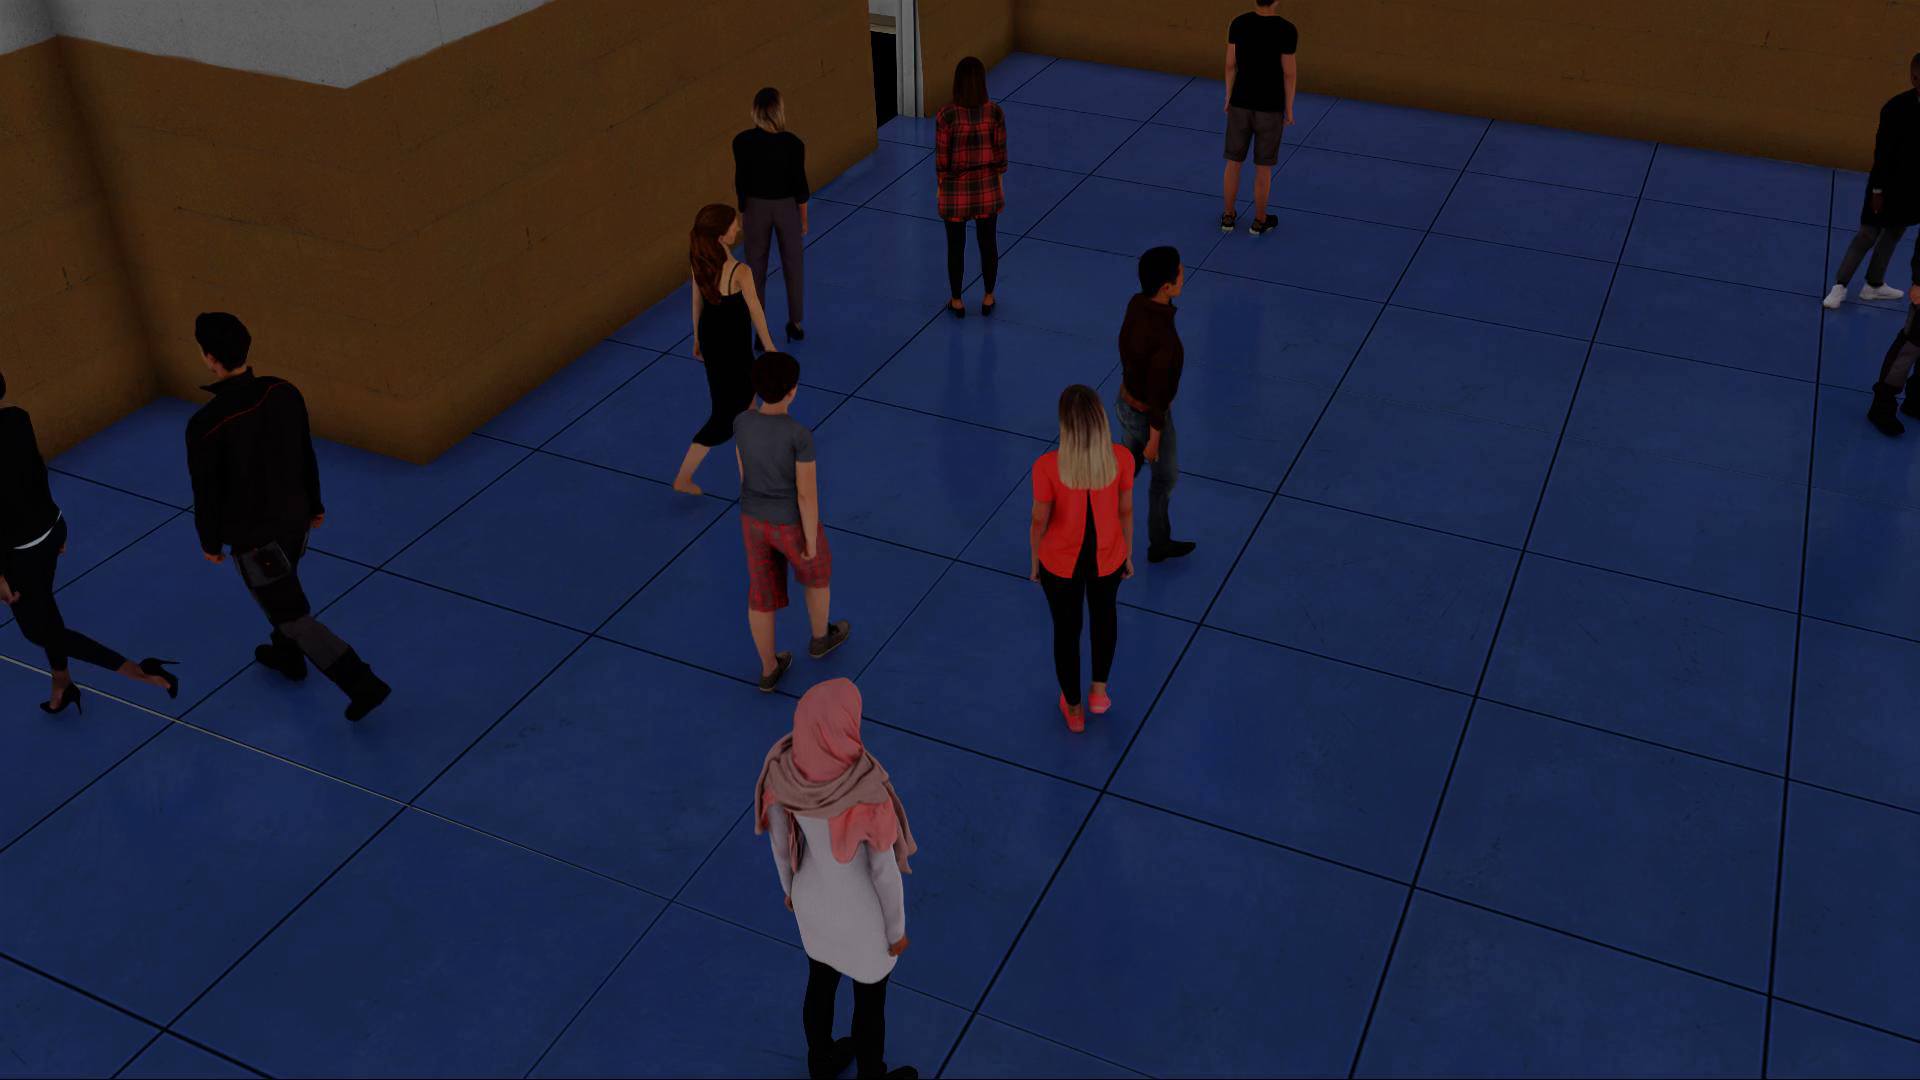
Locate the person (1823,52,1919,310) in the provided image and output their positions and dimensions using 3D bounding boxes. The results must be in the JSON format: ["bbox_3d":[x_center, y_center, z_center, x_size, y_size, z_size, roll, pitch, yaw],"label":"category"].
[{"bbox_3d":[6.080,-2.326,10.724,0.820,1.734,0.909,-17,37,-24],"label":"person"}]

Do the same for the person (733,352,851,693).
[{"bbox_3d":[-0.845,-0.022,7.343,0.751,1.631,0.694,11,35,16],"label":"person"}]

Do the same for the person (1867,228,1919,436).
[{"bbox_3d":[5.585,-1.503,9.344,0.827,1.871,0.900,-10,35,-15],"label":"person"}]

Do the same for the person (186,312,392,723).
[{"bbox_3d":[-2.915,-0.041,7.133,1.156,1.908,0.698,13,36,19],"label":"person"}]

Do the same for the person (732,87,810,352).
[{"bbox_3d":[-1.156,-1.951,10.218,0.678,1.672,0.770,0,34,0],"label":"person"}]

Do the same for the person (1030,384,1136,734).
[{"bbox_3d":[0.534,0.151,7.050,0.724,1.681,0.803,-4,34,-6],"label":"person"}]

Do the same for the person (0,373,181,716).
[{"bbox_3d":[-3.862,0.077,7.039,1.084,1.815,0.831,3,34,5],"label":"person"}]

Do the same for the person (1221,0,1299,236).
[{"bbox_3d":[2.086,-3.076,11.737,0.501,1.862,0.716,14,36,20],"label":"person"}]

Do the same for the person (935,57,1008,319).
[{"bbox_3d":[0.063,-2.243,10.629,0.668,1.703,0.767,-5,34,-7],"label":"person"}]

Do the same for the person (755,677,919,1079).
[{"bbox_3d":[-0.382,1.181,5.391,0.558,1.803,0.719,19,38,26],"label":"person"}]

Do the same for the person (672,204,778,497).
[{"bbox_3d":[-1.301,-0.965,8.820,1.129,1.578,0.840,25,41,32],"label":"person"}]
